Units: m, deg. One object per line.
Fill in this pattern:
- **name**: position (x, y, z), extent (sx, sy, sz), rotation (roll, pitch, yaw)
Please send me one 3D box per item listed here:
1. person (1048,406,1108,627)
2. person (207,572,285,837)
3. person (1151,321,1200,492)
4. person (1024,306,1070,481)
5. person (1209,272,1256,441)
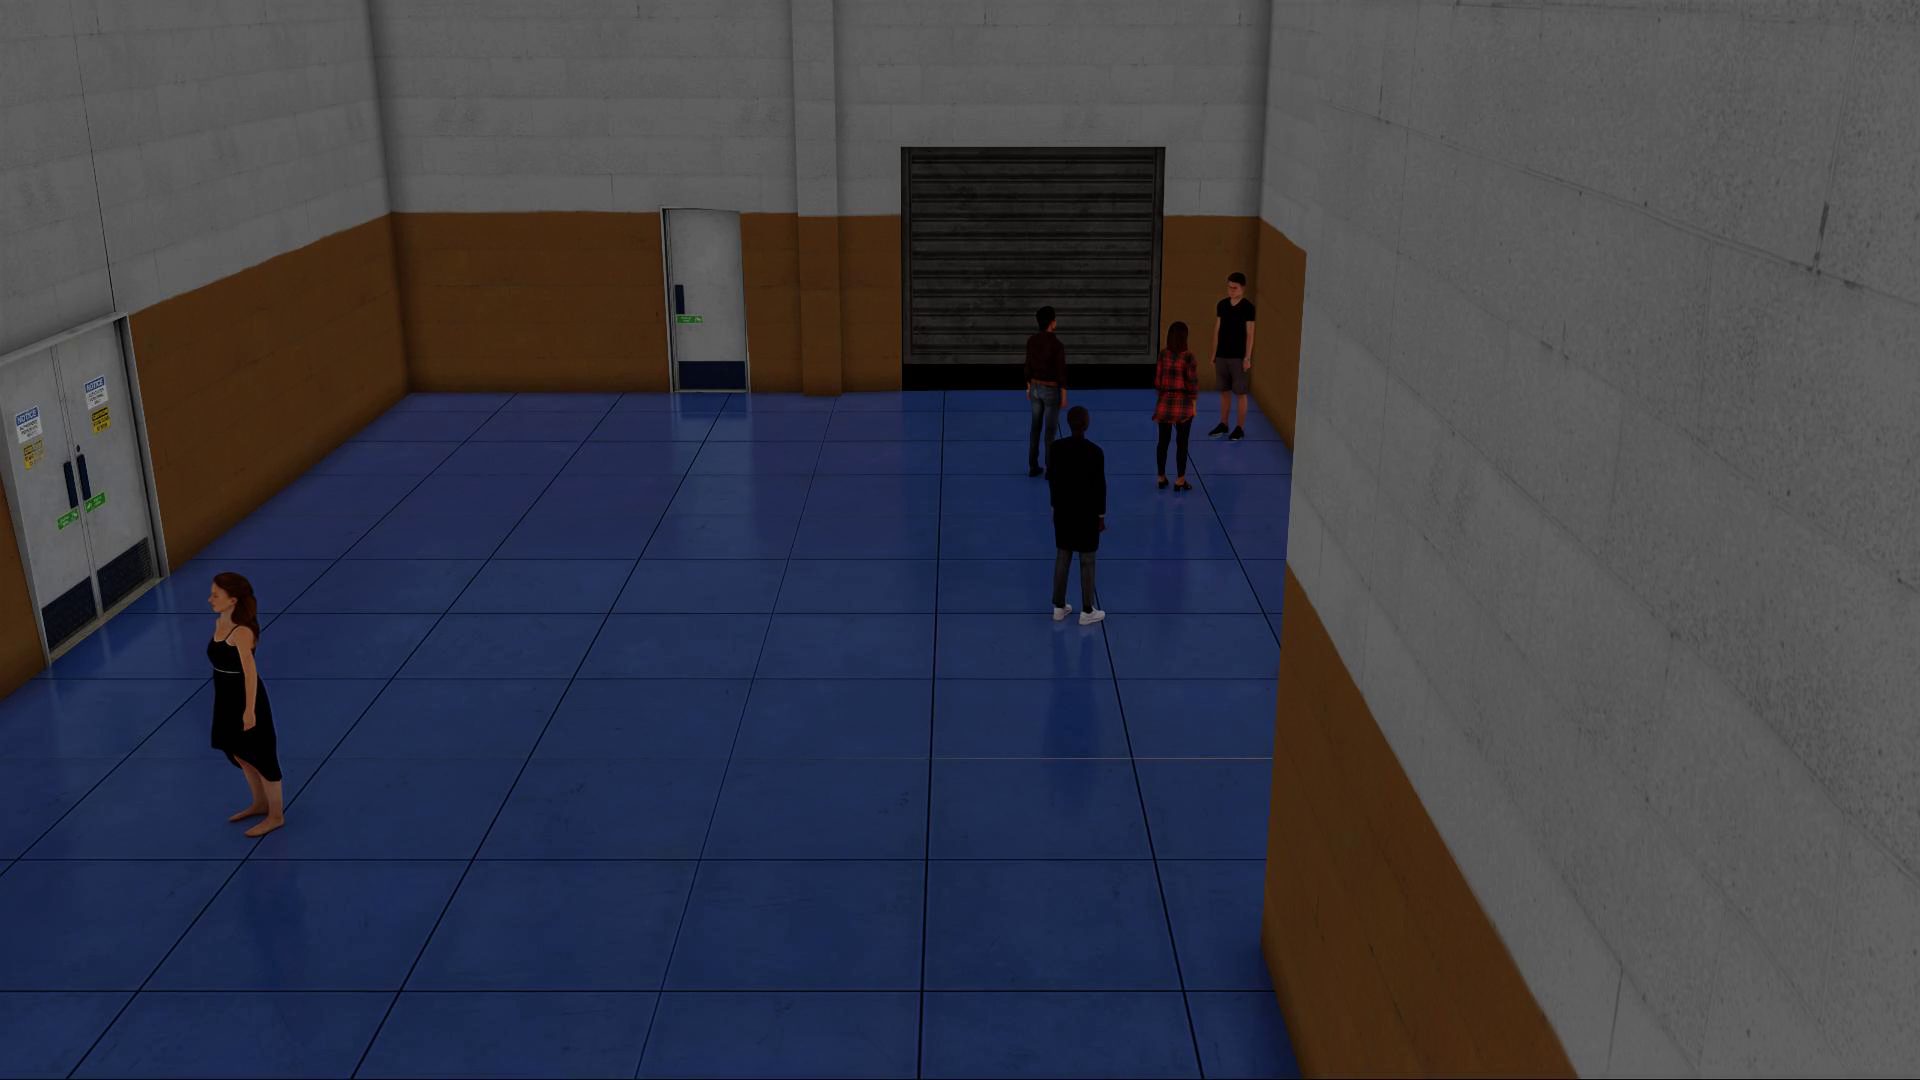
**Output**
- **person**: position (0.915, -0.201, 13.125), extent (0.673, 1.761, 0.787), rotation (11, 22, 30)
- **person**: position (-4.253, 0.963, 9.889), extent (0.742, 1.624, 0.688), rotation (-16, 24, -39)
- **person**: position (2.146, -1.338, 16.594), extent (0.674, 1.700, 0.765), rotation (13, 23, 34)
- **person**: position (0.867, -1.504, 16.958), extent (0.684, 1.781, 0.780), rotation (14, 23, 36)
- **person**: position (3.050, -2.058, 18.477), extent (0.749, 1.862, 0.811), rotation (18, 25, 42)
